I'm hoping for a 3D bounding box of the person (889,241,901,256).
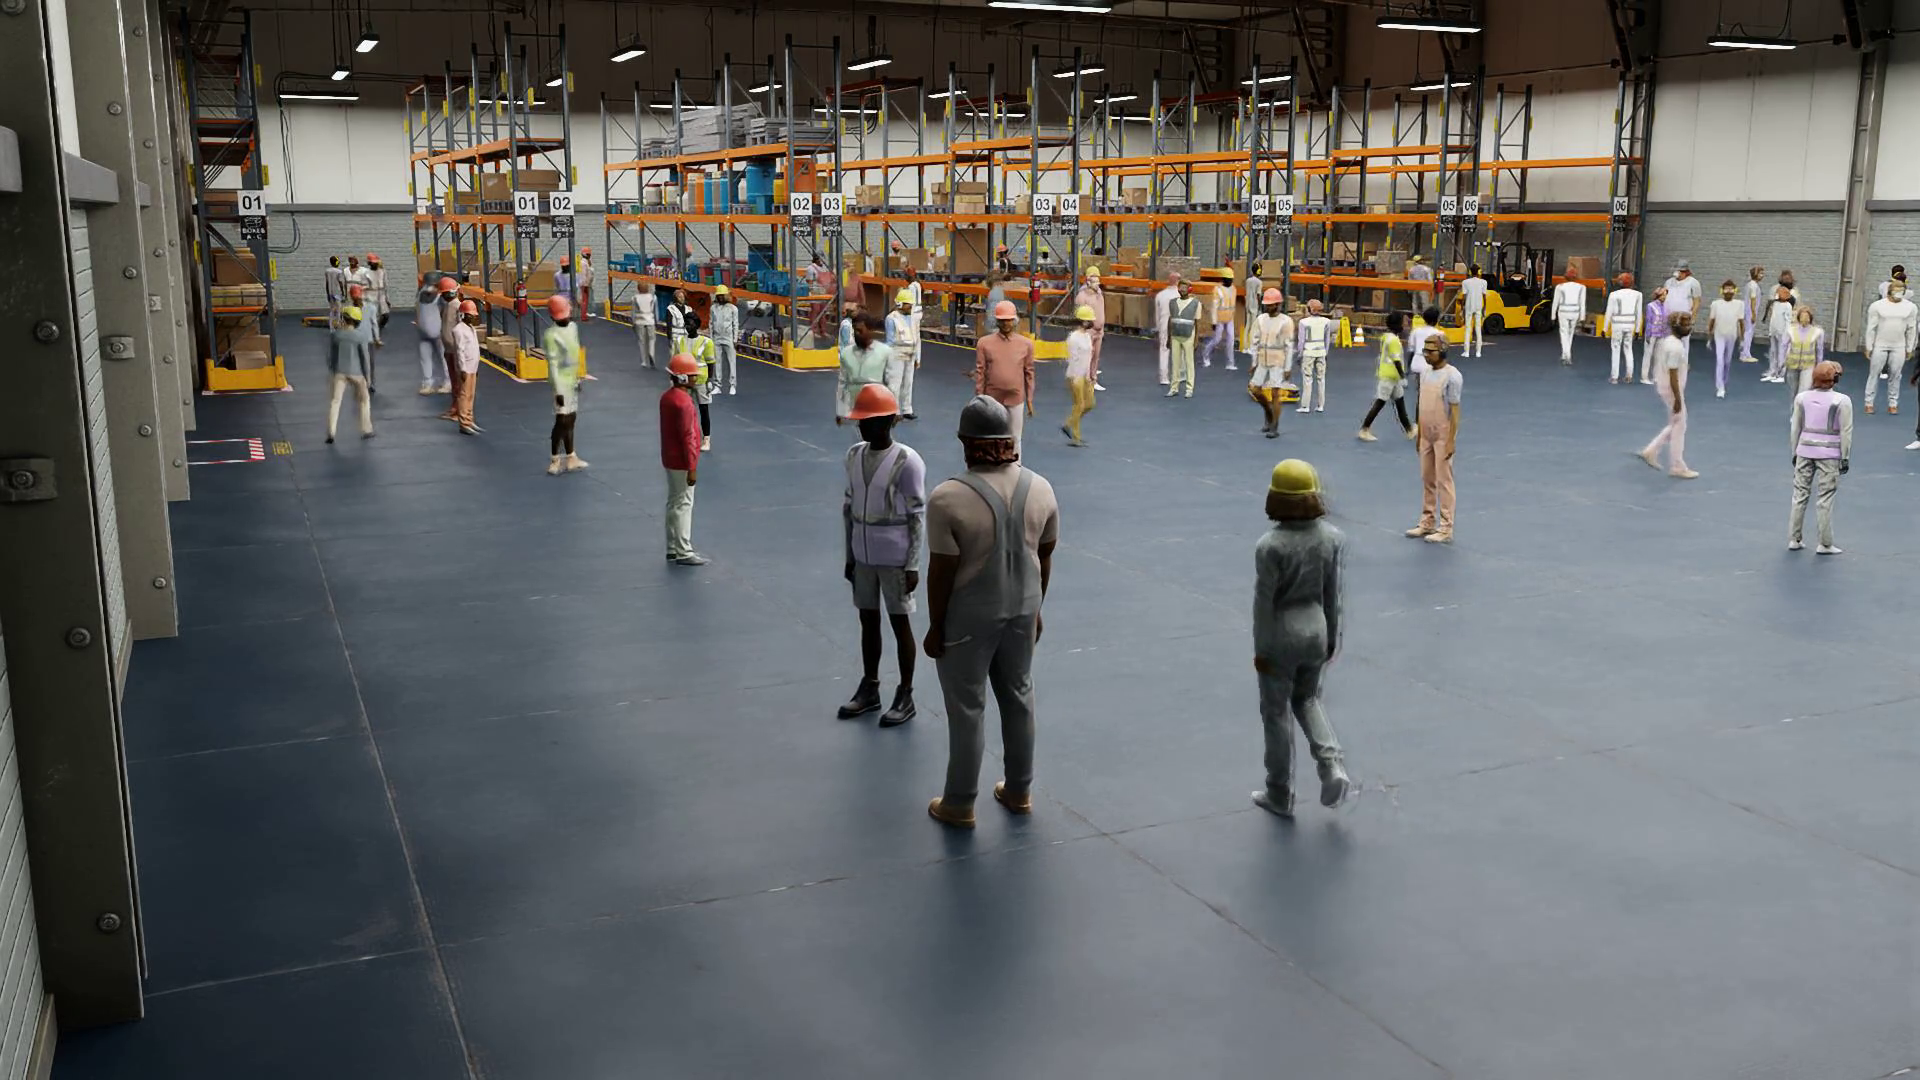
[{"bbox_3d":[-1.909,-7.839,49.362,0.385,2.045,0.605,7,13,31],"label":"person"}]

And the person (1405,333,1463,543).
[{"bbox_3d":[4.182,-0.896,14.614,0.339,1.838,0.505,-5,12,-22],"label":"person"}]

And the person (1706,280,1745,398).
[{"bbox_3d":[12.126,-3.198,26.322,0.530,1.836,0.918,4,12,18],"label":"person"}]

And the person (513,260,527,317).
[{"bbox_3d":[-12.162,-6.991,45.890,0.530,1.718,0.914,-3,11,-14],"label":"person"}]

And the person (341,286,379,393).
[{"bbox_3d":[-9.604,-3.205,26.649,0.590,1.704,0.875,-5,12,-24],"label":"person"}]

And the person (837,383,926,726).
[{"bbox_3d":[-0.451,0.085,9.362,0.547,1.937,0.379,8,14,37],"label":"person"}]

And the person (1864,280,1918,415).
[{"bbox_3d":[13.334,-2.760,23.853,0.633,1.931,0.364,4,12,18],"label":"person"}]

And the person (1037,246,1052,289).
[{"bbox_3d":[2.501,-7.653,48.758,0.600,1.906,0.601,-9,14,-38],"label":"person"}]

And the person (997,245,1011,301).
[{"bbox_3d":[1.156,-6.849,44.387,0.409,2.028,0.612,4,12,19],"label":"person"}]

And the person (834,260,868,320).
[{"bbox_3d":[-2.330,-5.043,35.583,0.656,1.879,0.707,-9,14,-39],"label":"person"}]

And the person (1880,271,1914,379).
[{"bbox_3d":[16.285,-3.734,28.979,0.507,1.863,0.327,1,11,6],"label":"person"}]

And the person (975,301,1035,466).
[{"bbox_3d":[0.459,-1.432,16.922,0.612,1.996,0.389,-1,11,-4],"label":"person"}]

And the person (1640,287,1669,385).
[{"bbox_3d":[11.732,-3.438,28.054,0.514,1.634,0.312,-7,13,-30],"label":"person"}]

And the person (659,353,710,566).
[{"bbox_3d":[-2.260,-0.655,13.624,0.344,1.747,0.573,-6,12,-26],"label":"person"}]

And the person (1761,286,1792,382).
[{"bbox_3d":[13.978,-3.507,28.395,0.284,1.633,0.500,-1,11,-5],"label":"person"}]

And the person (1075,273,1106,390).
[{"bbox_3d":[2.139,-3.349,26.895,0.408,1.908,0.644,9,14,38],"label":"person"}]

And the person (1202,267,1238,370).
[{"bbox_3d":[4.842,-4.104,30.784,0.590,1.896,0.855,-6,13,-29],"label":"person"}]

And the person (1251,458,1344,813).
[{"bbox_3d":[1.611,0.476,7.901,0.502,1.727,0.446,-5,12,-26],"label":"person"}]

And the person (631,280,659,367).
[{"bbox_3d":[-5.884,-4.034,31.068,0.529,1.626,0.416,-2,11,-11],"label":"person"}]

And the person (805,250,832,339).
[{"bbox_3d":[-3.198,-5.650,38.243,0.539,2.000,0.688,8,13,34],"label":"person"}]

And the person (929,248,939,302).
[{"bbox_3d":[-0.857,-8.543,53.654,0.315,1.766,0.523,-6,13,-30],"label":"person"}]

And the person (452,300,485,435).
[{"bbox_3d":[-6.411,-2.251,21.720,0.339,1.745,0.561,0,11,2],"label":"person"}]

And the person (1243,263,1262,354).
[{"bbox_3d":[6.015,-4.728,34.037,0.328,1.861,0.498,-5,12,-26],"label":"person"}]

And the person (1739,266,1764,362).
[{"bbox_3d":[15.349,-4.368,32.227,0.331,1.844,0.521,3,12,16],"label":"person"}]

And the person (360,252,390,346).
[{"bbox_3d":[-12.666,-5.226,36.114,0.639,2.024,0.427,-10,15,-42],"label":"person"}]

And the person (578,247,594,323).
[{"bbox_3d":[-9.830,-6.710,43.752,0.393,1.990,0.617,-2,11,-10],"label":"person"}]

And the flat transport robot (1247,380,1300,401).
[{"bbox_3d":[4.862,-2.319,25.829,0.652,0.197,1.431,1,11,3],"label":"flat transport robot"}]

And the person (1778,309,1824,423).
[{"bbox_3d":[11.429,-2.347,22.623,0.517,1.593,0.862,7,13,32],"label":"person"}]

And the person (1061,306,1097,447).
[{"bbox_3d":[1.485,-2.010,20.500,0.410,1.753,0.523,6,13,29],"label":"person"}]

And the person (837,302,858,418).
[{"bbox_3d":[-1.573,-2.538,23.479,0.315,1.632,0.516,1,11,3],"label":"person"}]

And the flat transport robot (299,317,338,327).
[{"bbox_3d":[-16.088,-5.563,42.314,1.431,0.197,0.652,7,13,32],"label":"flat transport robot"}]

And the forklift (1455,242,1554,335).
[{"bbox_3d":[13.047,-6.049,39.881,2.313,2.155,1.214,-5,12,-23],"label":"forklift"}]

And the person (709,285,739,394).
[{"bbox_3d":[-3.767,-3.184,26.474,0.487,1.744,0.297,2,11,9],"label":"person"}]

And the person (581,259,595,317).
[{"bbox_3d":[-10.376,-7.047,46.385,0.508,1.631,0.265,8,14,36],"label":"person"}]
